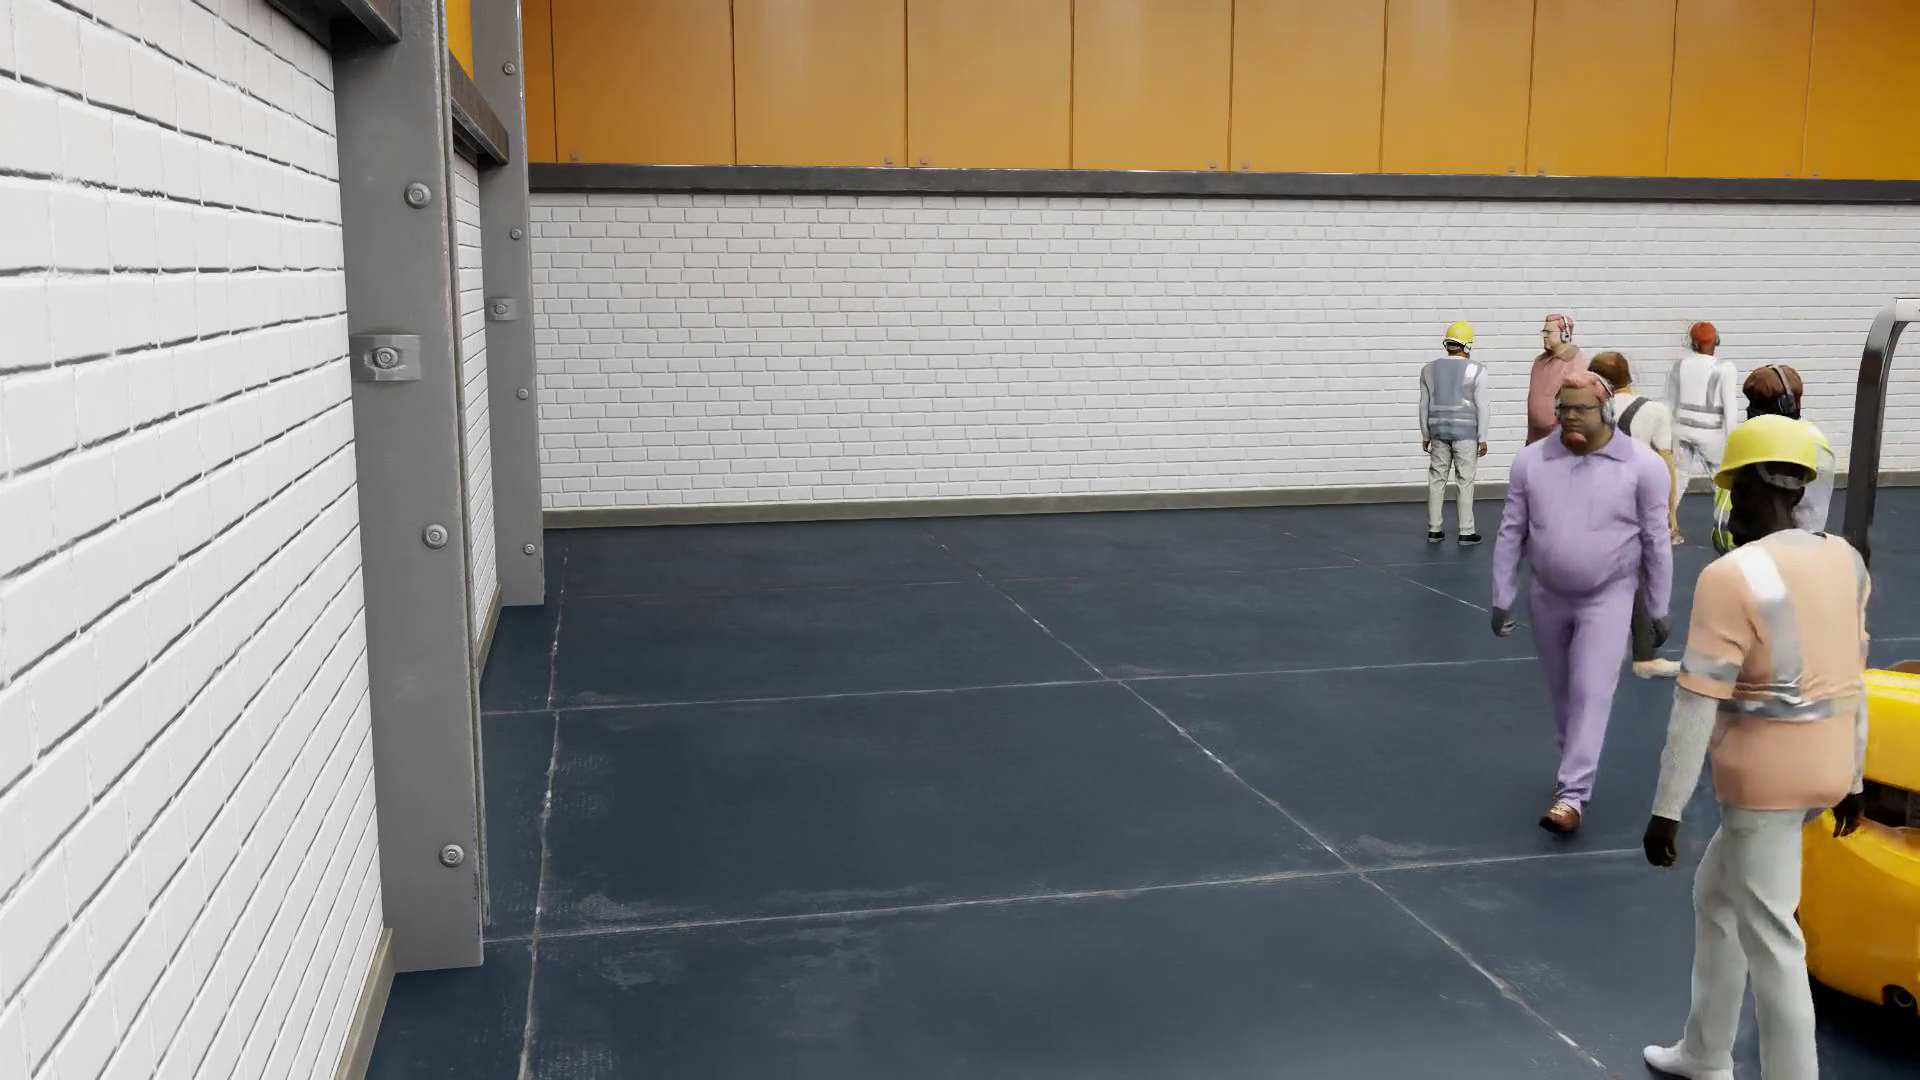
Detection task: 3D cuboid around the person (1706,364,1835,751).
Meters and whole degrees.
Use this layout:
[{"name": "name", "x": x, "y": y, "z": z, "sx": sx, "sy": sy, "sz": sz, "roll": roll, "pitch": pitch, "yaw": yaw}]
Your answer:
[{"name": "person", "x": 3.637, "y": 0.124, "z": 7.547, "sx": 0.429, "sy": 1.839, "sz": 0.622, "roll": -1, "pitch": 9, "yaw": -4}]

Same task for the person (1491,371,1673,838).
[{"name": "person", "x": 2.504, "y": 0.240, "z": 6.792, "sx": 0.673, "sy": 1.847, "sz": 1.014, "roll": 8, "pitch": 12, "yaw": 39}]

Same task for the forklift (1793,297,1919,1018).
[{"name": "forklift", "x": 3.542, "y": 0.334, "z": 5.177, "sx": 2.313, "sy": 2.155, "sz": 1.214, "roll": -9, "pitch": 13, "yaw": -43}]

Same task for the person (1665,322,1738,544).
[{"name": "person", "x": 6.075, "y": -0.858, "z": 13.561, "sx": 0.735, "sy": 1.830, "sz": 0.635, "roll": -6, "pitch": 11, "yaw": -33}]

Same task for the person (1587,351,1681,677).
[{"name": "person", "x": 3.768, "y": -0.142, "z": 9.290, "sx": 0.705, "sy": 1.804, "sz": 0.396, "roll": 6, "pitch": 11, "yaw": 32}]

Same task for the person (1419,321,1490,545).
[{"name": "person", "x": 4.061, "y": -0.874, "z": 13.634, "sx": 0.588, "sy": 1.834, "sz": 0.403, "roll": 8, "pitch": 12, "yaw": 39}]

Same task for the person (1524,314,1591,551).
[{"name": "person", "x": 4.640, "y": -0.810, "z": 13.020, "sx": 0.399, "sy": 1.910, "sz": 0.643, "roll": -3, "pitch": 10, "yaw": -18}]

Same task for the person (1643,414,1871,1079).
[{"name": "person", "x": 2.050, "y": 0.622, "z": 4.365, "sx": 0.716, "sy": 1.877, "sz": 0.689, "roll": -6, "pitch": 11, "yaw": -33}]
